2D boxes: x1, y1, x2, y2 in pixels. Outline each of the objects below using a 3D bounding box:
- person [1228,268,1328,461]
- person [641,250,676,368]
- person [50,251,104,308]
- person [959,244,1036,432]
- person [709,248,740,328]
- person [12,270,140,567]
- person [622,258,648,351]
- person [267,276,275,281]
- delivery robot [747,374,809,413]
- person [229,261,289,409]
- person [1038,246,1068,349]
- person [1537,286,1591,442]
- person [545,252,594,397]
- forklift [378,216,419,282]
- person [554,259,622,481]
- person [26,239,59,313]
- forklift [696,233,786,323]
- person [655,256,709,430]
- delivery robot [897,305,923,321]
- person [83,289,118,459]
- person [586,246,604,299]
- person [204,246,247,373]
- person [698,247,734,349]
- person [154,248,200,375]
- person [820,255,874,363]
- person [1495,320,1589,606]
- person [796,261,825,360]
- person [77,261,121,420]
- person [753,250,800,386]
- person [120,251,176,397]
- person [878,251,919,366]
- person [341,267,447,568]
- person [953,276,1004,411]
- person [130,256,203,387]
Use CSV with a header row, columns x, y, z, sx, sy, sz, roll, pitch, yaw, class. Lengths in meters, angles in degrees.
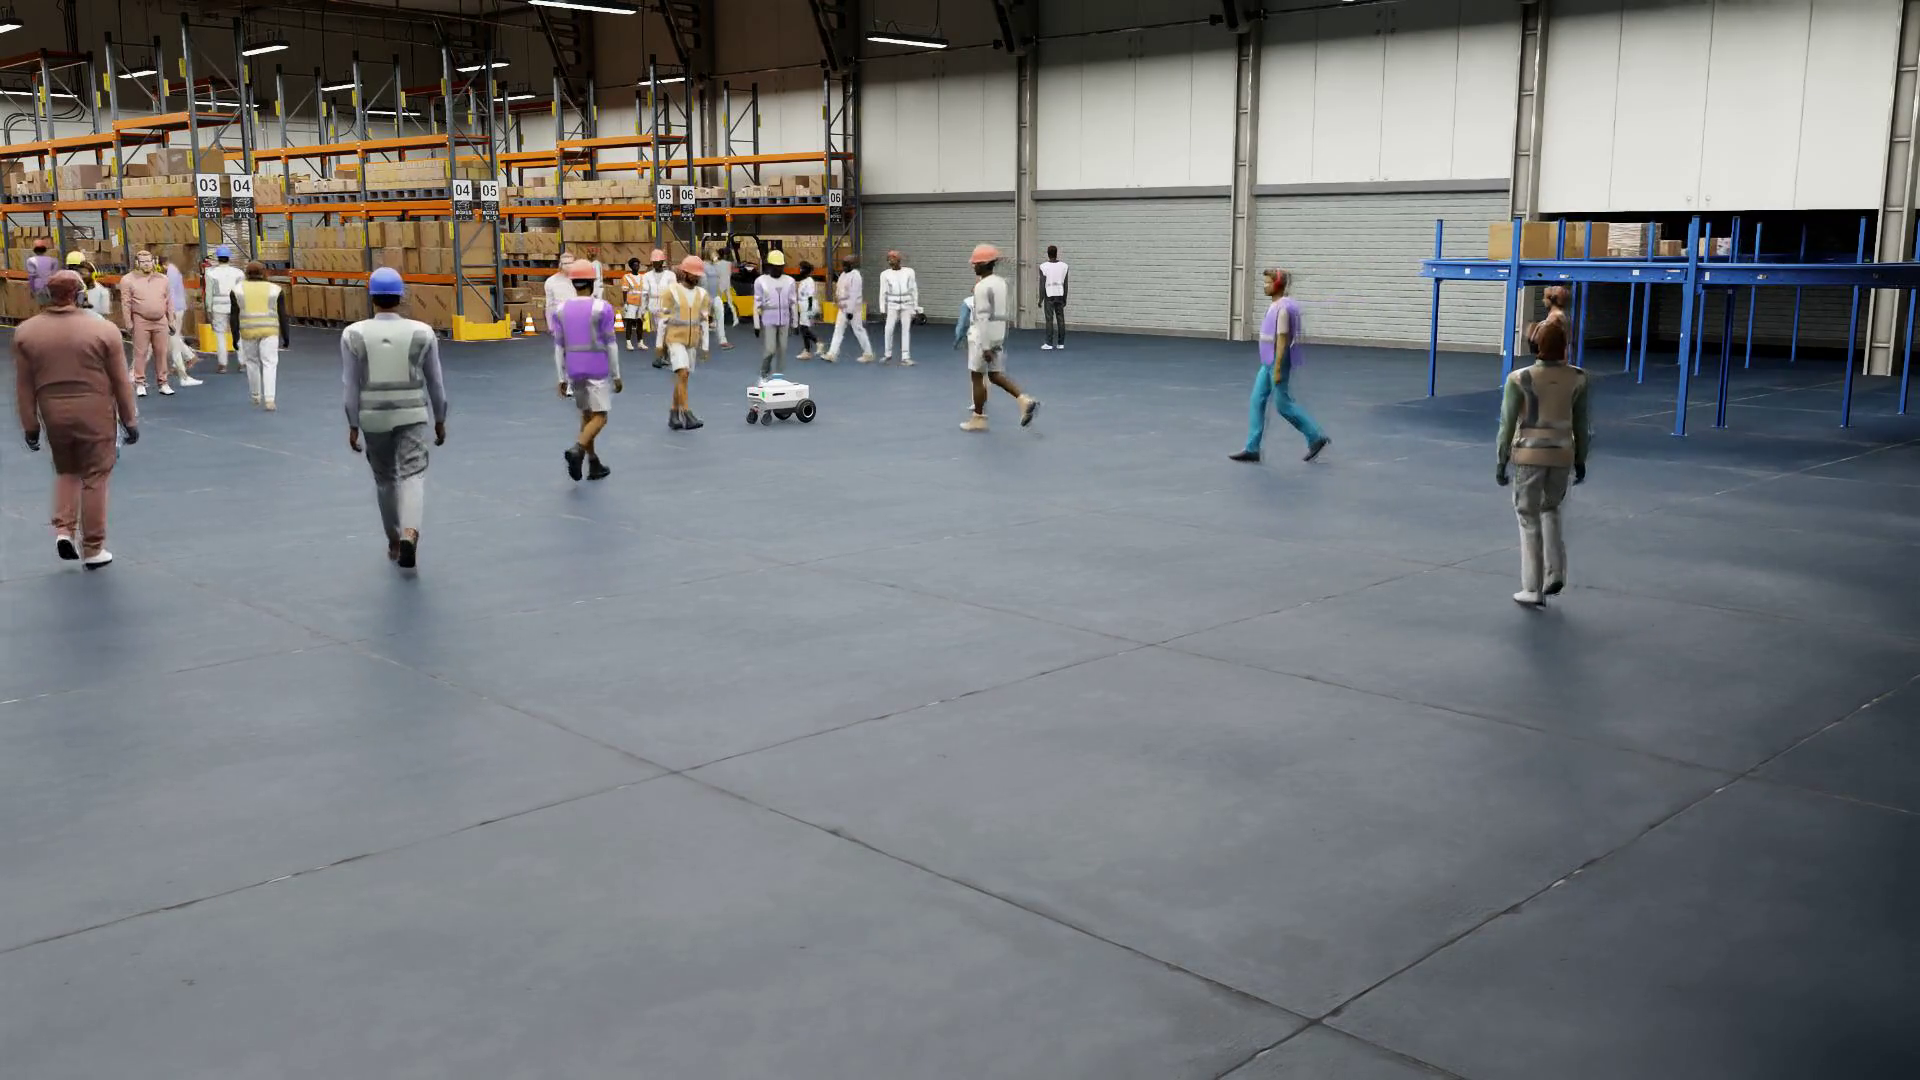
x,y,z,sx,sy,sz,roll,pitch,yaw,class
3.019,-1.643,15.611,0.859,1.815,0.579,0,10,-1,person
-4.842,-3.726,26.796,0.559,1.886,1.018,1,10,7,person
-10.786,-2.572,20.414,0.610,1.904,0.573,-5,11,-24,person
0.384,-2.161,17.876,0.791,2.025,0.611,6,12,30,person
-5.443,-5.840,38.480,0.532,1.827,0.971,-9,14,-40,person
-5.612,-0.772,10.637,0.656,1.889,0.443,-1,10,-6,person
-5.991,-4.356,30.718,0.540,1.695,0.317,-10,14,-44,person
-20.247,-7.658,48.492,0.943,1.776,0.612,-5,12,-26,person
-2.072,-1.650,18.940,0.707,0.478,0.477,-10,14,-44,delivery robot
-8.597,-2.520,20.453,0.661,1.786,0.980,-4,11,-21,person
1.747,-4.528,31.071,0.587,1.914,0.394,-4,11,-21,person
6.116,-1.815,17.126,0.852,1.600,0.511,4,11,19,person
-5.185,-2.880,22.151,0.650,1.888,0.654,-3,11,-13,person
-17.868,-9.201,54.028,1.873,2.768,1.129,-10,14,-44,forklift
-3.227,-1.446,14.267,0.554,1.916,0.804,3,11,17,person
-19.282,-5.314,35.048,0.584,2.027,0.624,10,14,43,person
-5.496,-6.489,41.108,2.313,2.155,1.214,-10,14,-44,forklift
-2.945,-2.121,18.034,0.605,1.876,0.927,-9,14,-41,person
-1.226,-5.440,39.605,0.707,0.478,0.477,-8,13,-37,delivery robot
-8.269,-1.616,15.742,0.851,1.712,0.496,10,14,42,person
-7.538,-5.114,34.342,0.342,1.882,0.582,-3,11,-17,person
-11.329,-3.562,25.703,0.615,1.945,0.403,-8,13,-37,person
-4.731,-4.530,31.122,0.937,1.907,0.629,5,12,26,person
-11.966,-3.472,25.347,0.503,1.909,0.679,-3,11,-16,person
-1.848,-3.834,27.671,0.940,1.787,0.645,-6,12,-31,person
3.320,-0.437,9.527,0.536,1.629,0.396,-2,11,-10,person
-2.596,-3.911,28.322,0.408,1.679,0.545,-3,11,-18,person
-9.909,-2.270,19.011,0.553,1.826,0.889,5,11,25,person
-2.452,-2.916,22.290,0.599,1.911,0.431,-6,12,-29,person
-10.731,-2.869,22.039,0.649,1.906,0.401,-10,15,-44,person
-1.025,-3.799,27.250,0.690,1.865,0.511,-1,10,-6,person
-3.620,-0.787,10.675,0.624,1.916,0.917,-3,11,-15,person
0.212,-2.393,20.215,0.587,1.611,0.657,-3,11,-16,person
-11.282,-3.074,23.383,0.959,1.830,0.529,-5,12,-27,person
